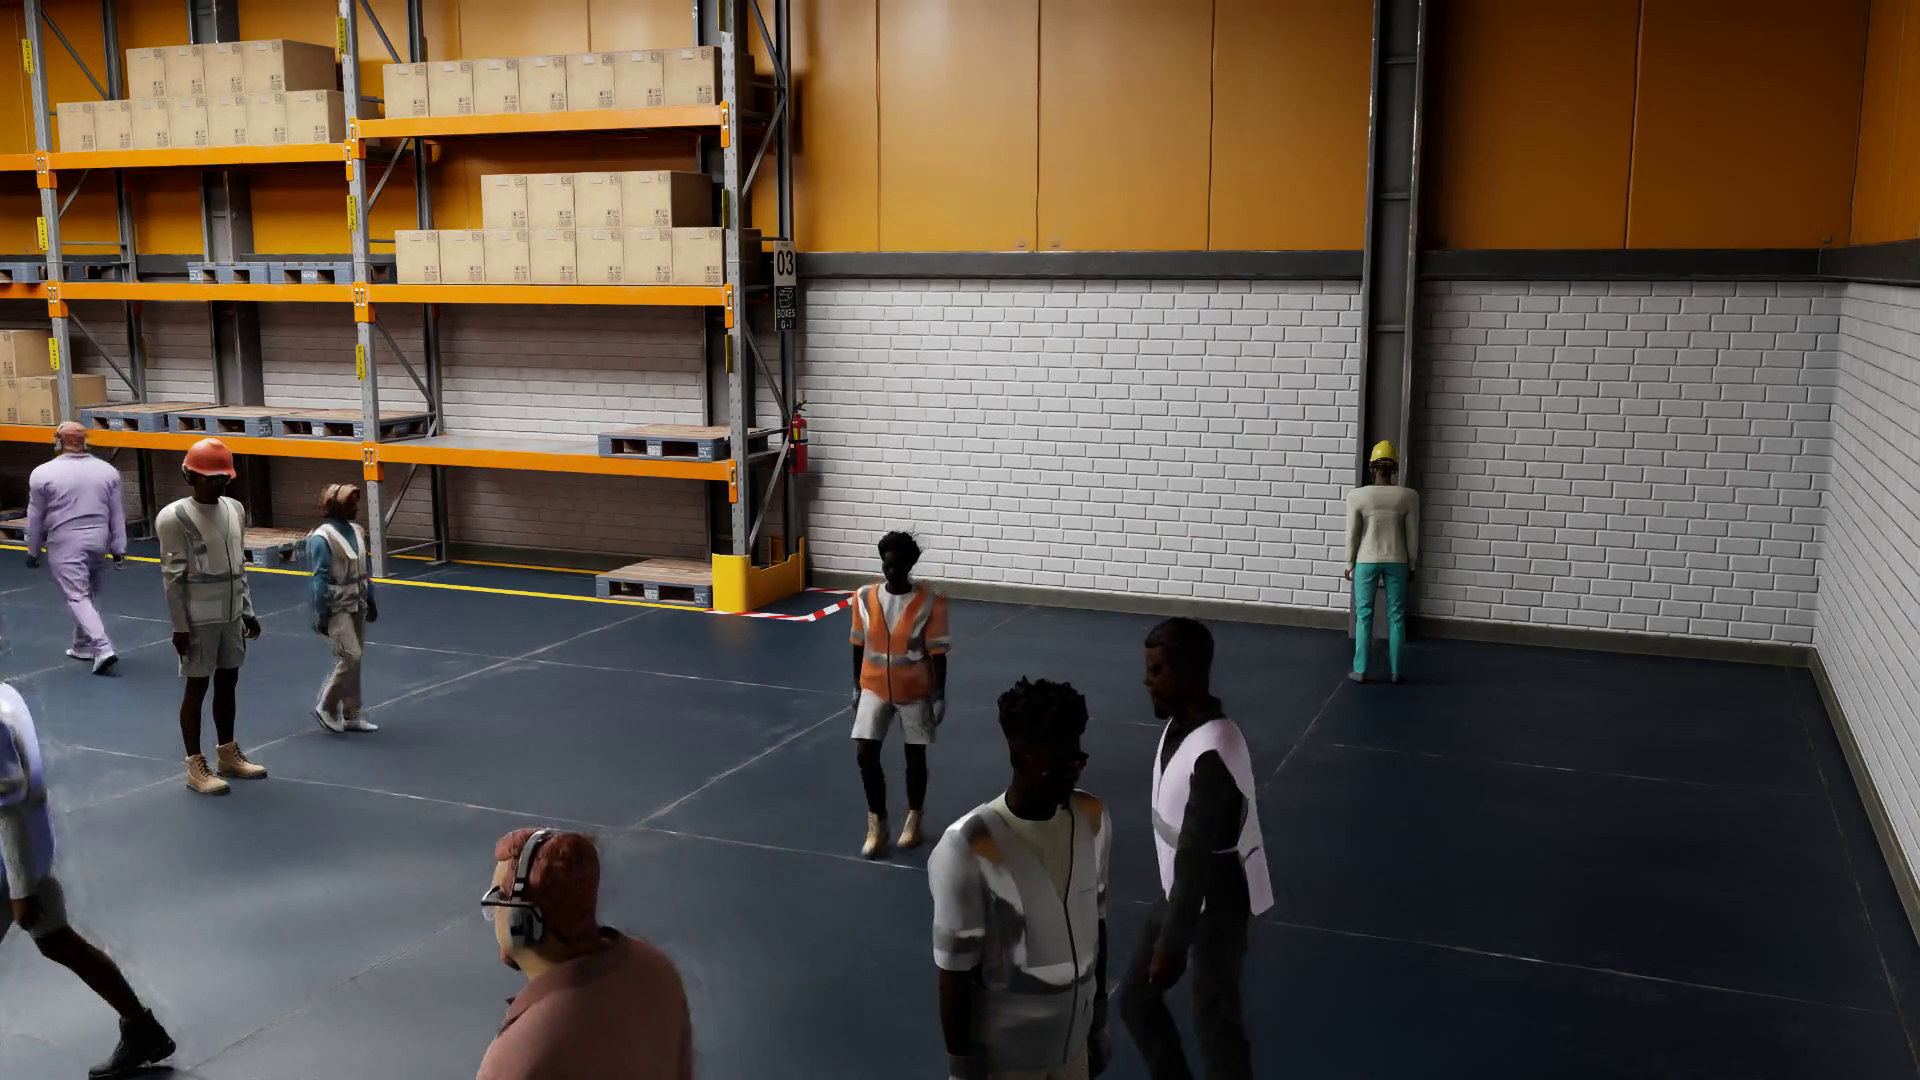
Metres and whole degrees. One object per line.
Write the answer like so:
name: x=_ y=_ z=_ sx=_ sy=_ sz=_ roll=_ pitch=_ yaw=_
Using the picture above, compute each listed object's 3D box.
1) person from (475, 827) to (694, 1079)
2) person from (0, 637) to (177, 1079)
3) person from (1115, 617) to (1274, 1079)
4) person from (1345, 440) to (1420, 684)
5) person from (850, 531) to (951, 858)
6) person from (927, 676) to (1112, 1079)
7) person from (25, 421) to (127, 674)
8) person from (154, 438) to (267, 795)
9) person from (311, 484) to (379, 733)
person: x=-0.864 y=1.519 z=3.488 sx=0.956 sy=1.858 sz=0.658 roll=2 pitch=10 yaw=10
person: x=-3.362 y=1.109 z=5.914 sx=1.000 sy=1.890 sz=0.562 roll=-4 pitch=10 yaw=-25
person: x=0.726 y=1.193 z=5.372 sx=0.574 sy=1.895 sz=0.616 roll=-1 pitch=9 yaw=-9
person: x=3.023 y=0.167 z=11.963 sx=0.525 sy=1.769 sz=0.315 roll=1 pitch=9 yaw=4
person: x=-0.321 y=0.785 z=8.441 sx=0.548 sy=1.676 sz=0.580 roll=2 pitch=10 yaw=14
person: x=0.185 y=1.312 z=4.447 sx=0.607 sy=1.958 sz=0.374 roll=-8 pitch=12 yaw=-41
person: x=-6.557 y=0.046 z=12.400 sx=0.940 sy=1.869 sz=0.642 roll=6 pitch=11 yaw=32
person: x=-4.278 y=0.429 z=9.566 sx=0.392 sy=2.034 sz=0.605 roll=3 pitch=10 yaw=19
person: x=-3.926 y=0.449 z=10.651 sx=0.366 sy=1.624 sz=0.544 roll=2 pitch=10 yaw=10
